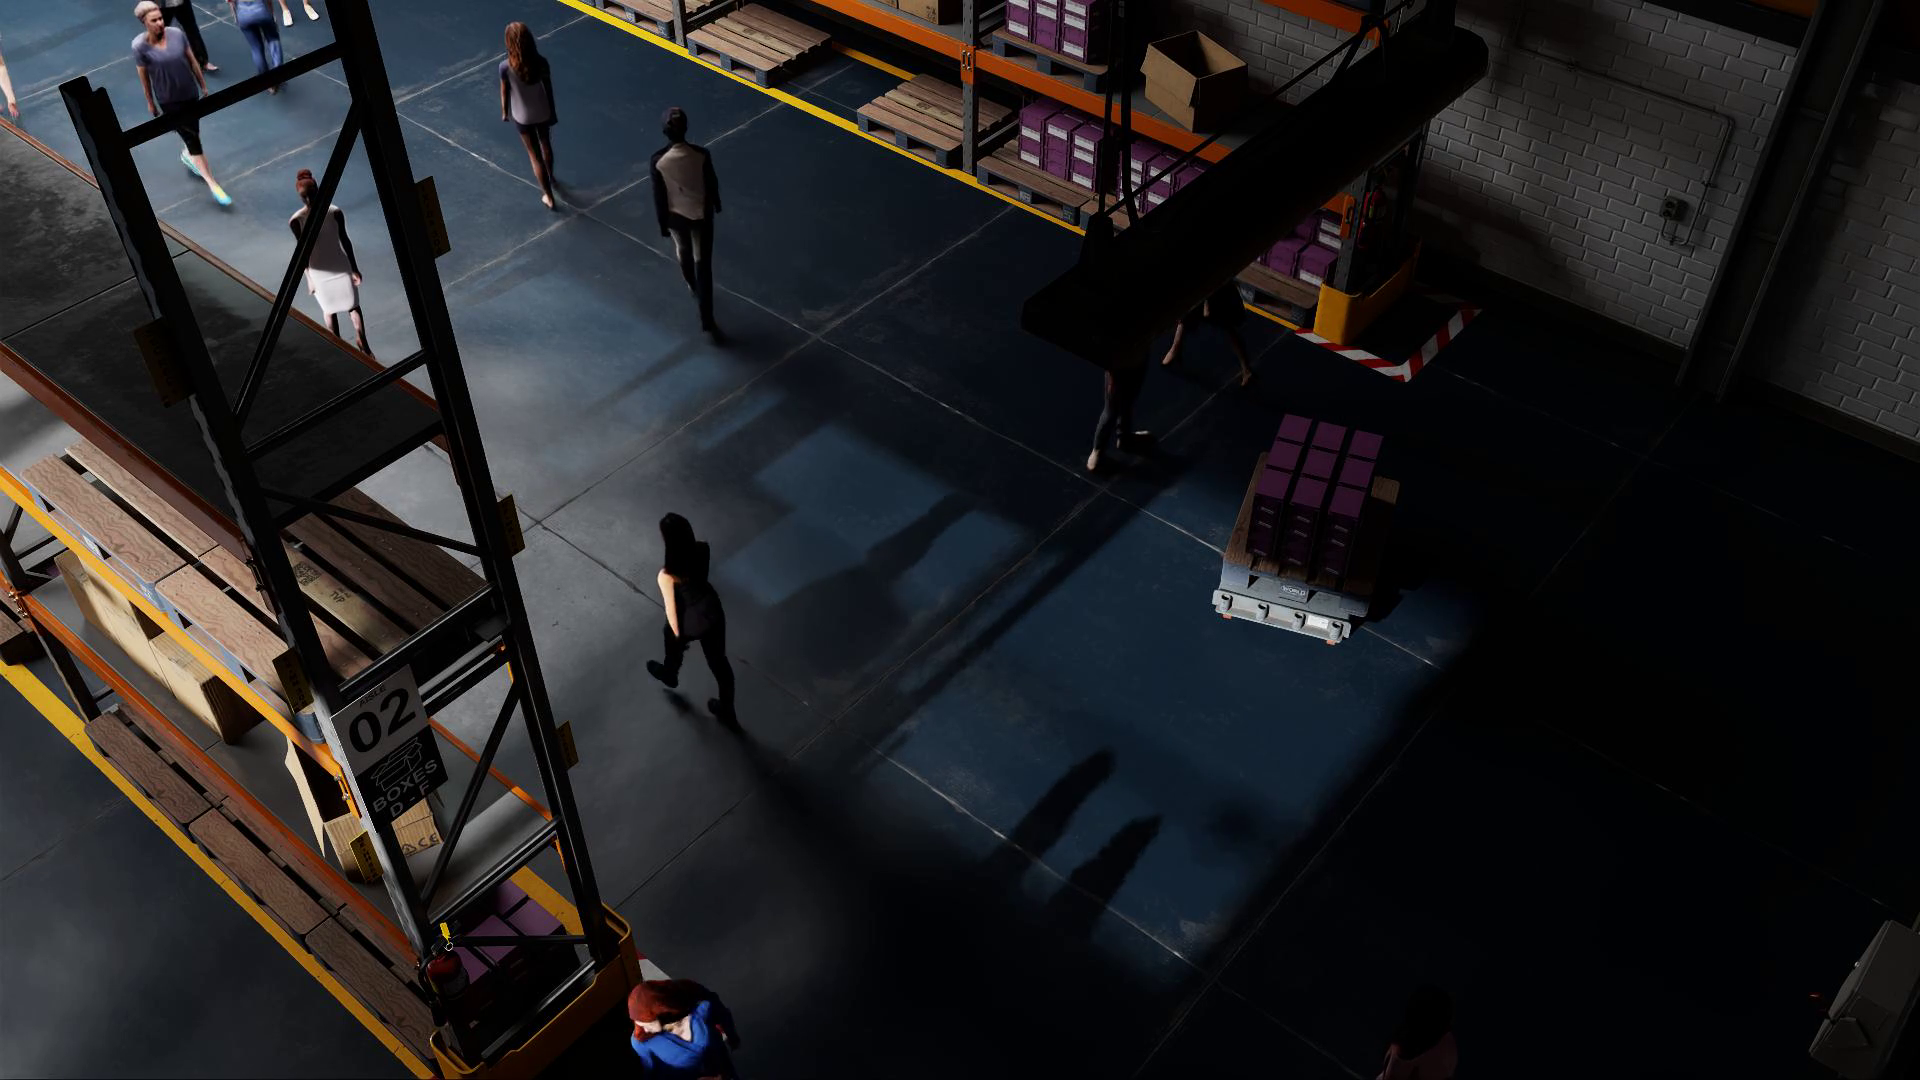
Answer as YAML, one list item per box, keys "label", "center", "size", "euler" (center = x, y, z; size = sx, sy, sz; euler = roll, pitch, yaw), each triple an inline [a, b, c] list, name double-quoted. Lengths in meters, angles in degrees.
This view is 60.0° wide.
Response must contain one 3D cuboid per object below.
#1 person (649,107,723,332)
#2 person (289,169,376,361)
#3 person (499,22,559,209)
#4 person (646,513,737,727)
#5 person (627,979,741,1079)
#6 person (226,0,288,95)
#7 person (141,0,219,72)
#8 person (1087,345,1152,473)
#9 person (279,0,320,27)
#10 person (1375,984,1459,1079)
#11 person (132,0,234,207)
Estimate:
- label: "person"
  center: [-2.197, -2.588, 13.609]
  size: [1.207, 1.850, 1.260]
  euler: [-3, 44, -4]
- label: "person"
  center: [-4.967, -2.112, 13.152]
  size: [0.629, 1.791, 0.602]
  euler: [-19, 47, -19]
- label: "person"
  center: [-3.823, -3.771, 14.955]
  size: [0.812, 1.705, 0.981]
  euler: [-22, 48, -21]
- label: "person"
  center: [-1.611, 0.543, 10.462]
  size: [0.616, 1.657, 1.002]
  euler: [-34, 53, -31]
- label: "person"
  center: [-1.270, 2.570, 8.238]
  size: [0.662, 1.789, 0.749]
  euler: [32, 52, 29]
- label: "person"
  center: [-7.010, -5.181, 16.509]
  size: [0.749, 1.604, 0.800]
  euler: [-9, 44, -10]
- label: "person"
  center: [-8.116, -5.526, 16.891]
  size: [1.034, 1.577, 0.690]
  euler: [28, 50, 26]
- label: "person"
  center: [1.252, -1.361, 12.325]
  size: [0.533, 1.845, 0.829]
  euler: [21, 47, 20]
- label: "person"
  center: [-7.232, -6.371, 17.650]
  size: [0.638, 1.753, 0.654]
  euler: [-22, 48, -22]
- label: "person"
  center: [2.130, 2.702, 8.084]
  size: [0.539, 1.811, 0.628]
  euler: [34, 53, 31]
- label: "person"
  center: [-7.142, -4.024, 15.125]
  size: [1.210, 1.838, 0.657]
  euler: [31, 51, 28]
